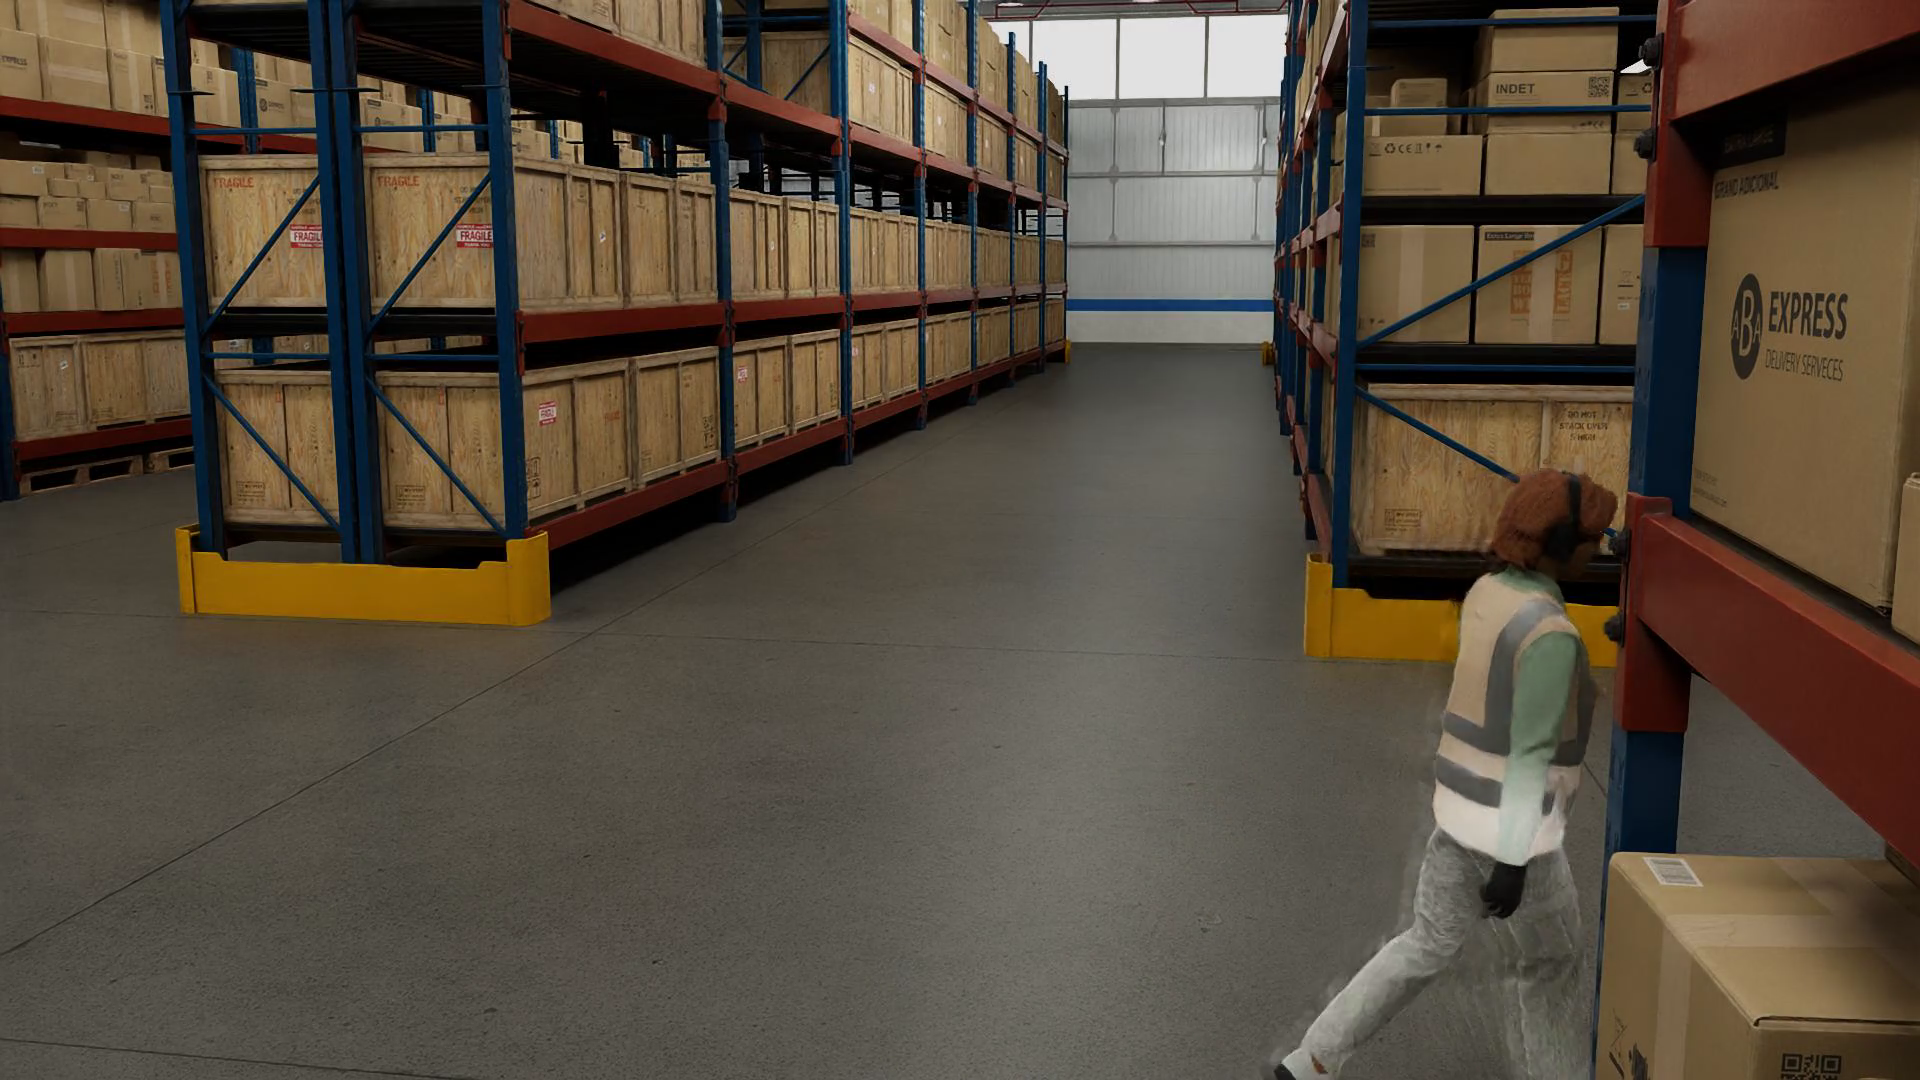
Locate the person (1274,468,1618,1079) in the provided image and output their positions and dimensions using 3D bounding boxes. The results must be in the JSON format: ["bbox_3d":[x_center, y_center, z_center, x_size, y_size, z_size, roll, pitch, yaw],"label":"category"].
[{"bbox_3d":[1.145,0.629,3.712,0.792,1.607,0.537,0,9,-2],"label":"person"}]
